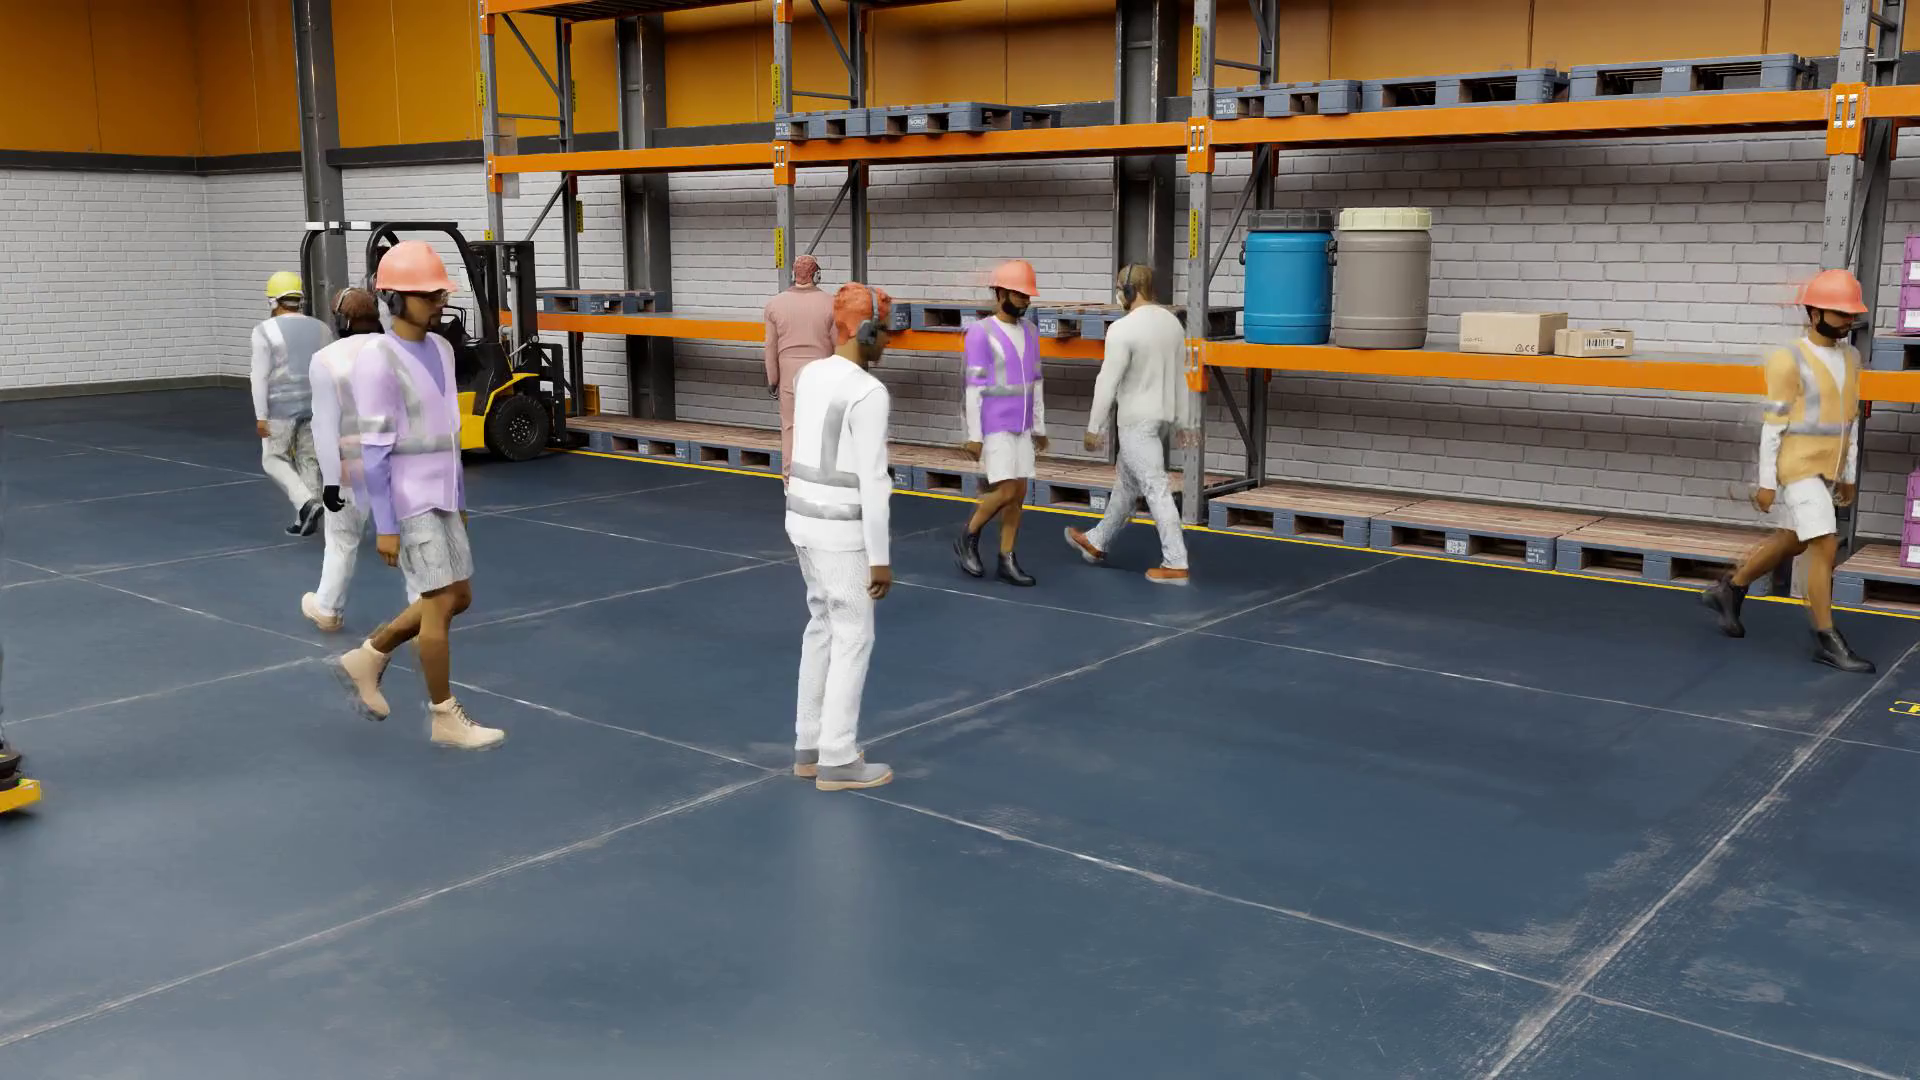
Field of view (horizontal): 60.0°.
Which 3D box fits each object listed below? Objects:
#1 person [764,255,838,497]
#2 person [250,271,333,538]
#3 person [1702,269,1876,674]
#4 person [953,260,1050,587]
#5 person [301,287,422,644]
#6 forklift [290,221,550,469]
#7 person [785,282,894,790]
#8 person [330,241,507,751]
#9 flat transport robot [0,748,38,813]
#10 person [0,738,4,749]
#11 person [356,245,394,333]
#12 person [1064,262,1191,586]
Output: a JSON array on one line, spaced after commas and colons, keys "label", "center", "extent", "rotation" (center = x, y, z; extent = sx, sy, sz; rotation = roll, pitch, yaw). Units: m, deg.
[{"label": "person", "center": [-1.193, -1.272, 13.049], "extent": [0.652, 1.906, 0.404], "rotation": [1, 10, 6]}, {"label": "person", "center": [-4.434, -0.884, 11.147], "extent": [0.542, 1.821, 0.594], "rotation": [8, 13, 36]}, {"label": "person", "center": [4.062, -0.366, 8.088], "extent": [0.558, 1.898, 0.963], "rotation": [-5, 11, -27]}, {"label": "person", "center": [0.262, -0.670, 9.714], "extent": [0.473, 1.911, 0.541], "rotation": [9, 14, 42]}, {"label": "person", "center": [-3.001, -0.372, 8.394], "extent": [0.996, 1.785, 0.651], "rotation": [9, 13, 40]}, {"label": "forklift", "center": [-4.922, -1.741, 14.854], "extent": [1.214, 2.155, 2.313], "rotation": [8, 13, 38]}, {"label": "person", "center": [-0.429, -0.007, 6.137], "extent": [0.398, 1.871, 0.594], "rotation": [-6, 12, -31]}, {"label": "person", "center": [-2.189, -0.161, 6.579], "extent": [0.693, 2.022, 0.620], "rotation": [2, 10, 10]}, {"label": "flat transport robot", "center": [-4.059, 0.844, 5.861], "extent": [1.431, 0.197, 0.652], "rotation": [4, 11, 21]}, {"label": "person", "center": [-4.181, -0.110, 6.625], "extent": [0.929, 1.895, 0.567], "rotation": [7, 12, 33]}, {"label": "person", "center": [-6.418, -2.309, 18.631], "extent": [0.611, 1.964, 0.362], "rotation": [-1, 10, -3]}, {"label": "person", "center": [1.002, -0.700, 9.938], "extent": [1.037, 1.879, 0.648], "rotation": [9, 13, 40]}]
